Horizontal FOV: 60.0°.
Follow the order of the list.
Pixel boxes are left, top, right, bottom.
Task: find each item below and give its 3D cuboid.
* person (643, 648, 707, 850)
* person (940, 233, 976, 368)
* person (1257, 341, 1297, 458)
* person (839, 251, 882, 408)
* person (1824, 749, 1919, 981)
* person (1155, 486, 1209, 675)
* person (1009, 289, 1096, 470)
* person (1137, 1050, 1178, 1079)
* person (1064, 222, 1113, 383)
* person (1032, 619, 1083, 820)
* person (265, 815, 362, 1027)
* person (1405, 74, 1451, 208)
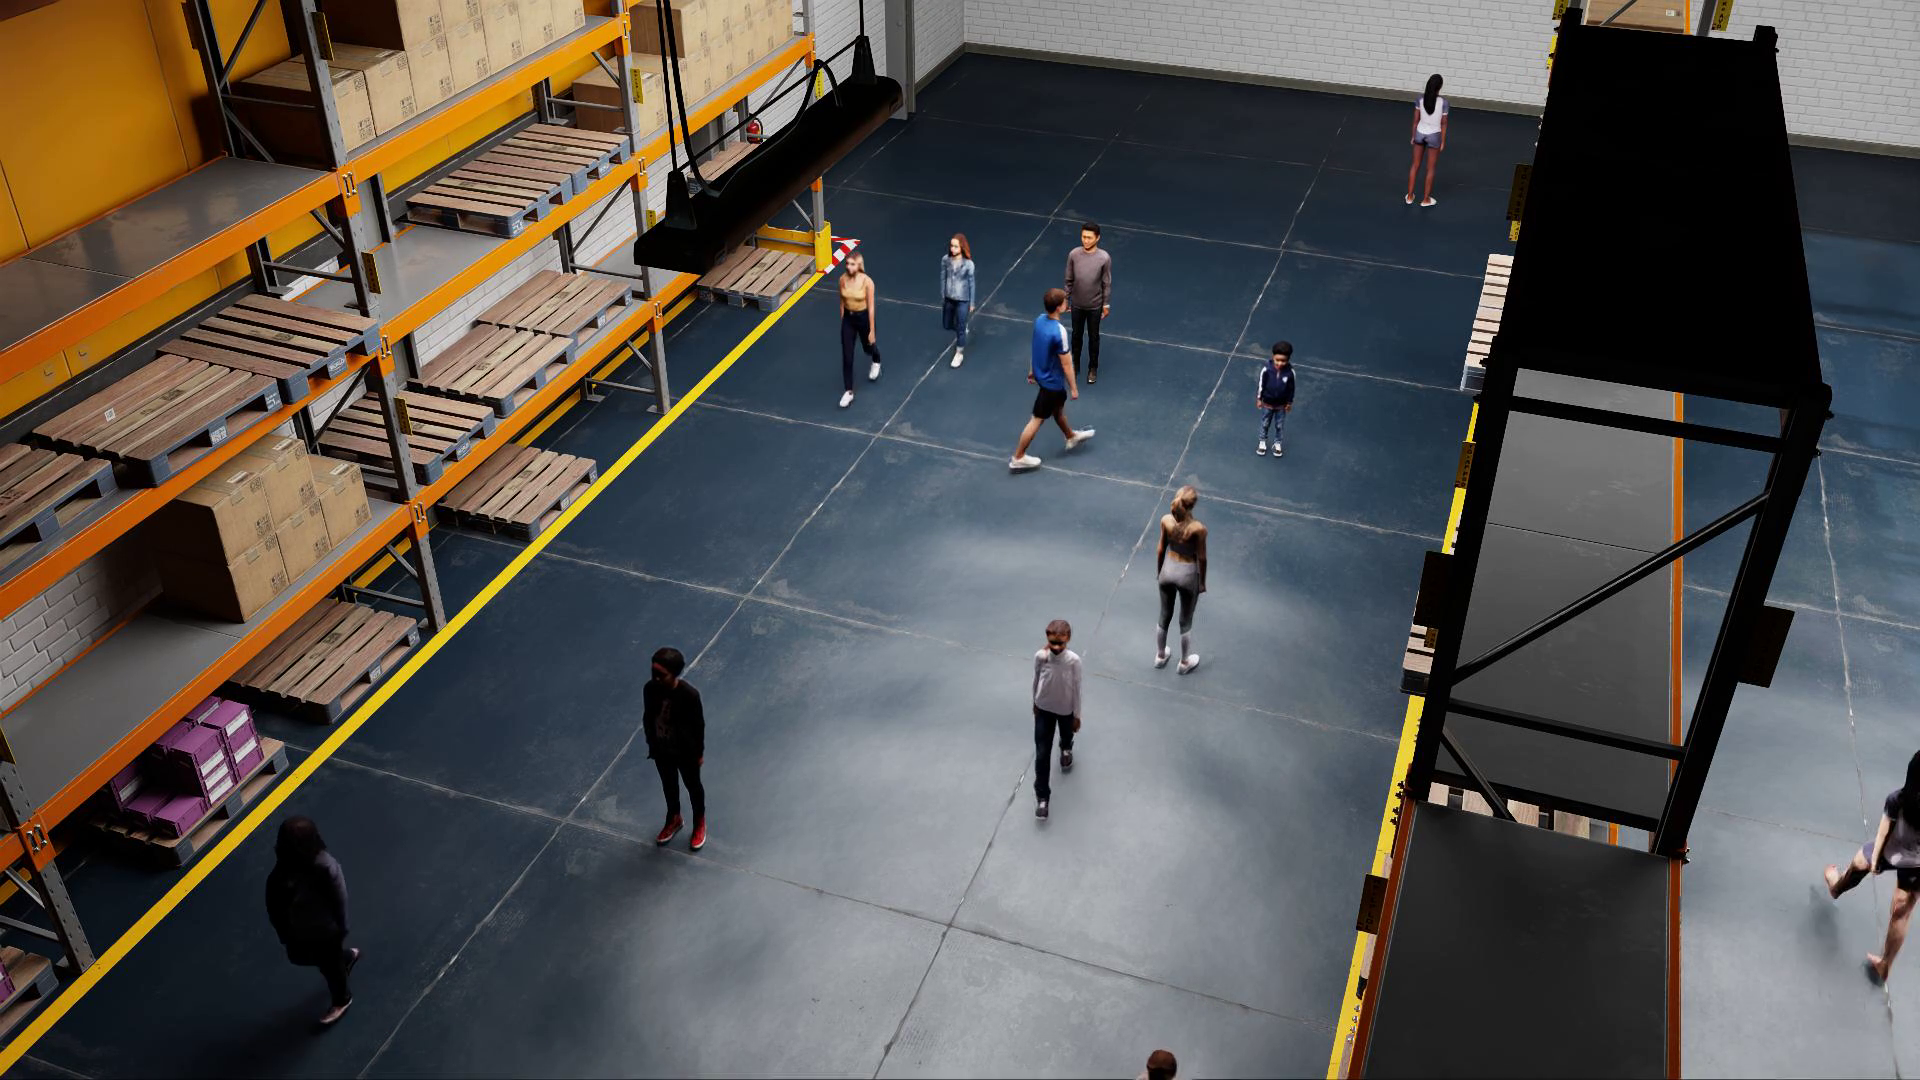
[{"bbox_3d":[-1.981,1.432,11.613,0.601,1.675,0.537,9,35,13],"label":"person"},{"bbox_3d":[0.009,-2.614,17.889,0.599,1.466,0.743,14,36,20],"label":"person"},{"bbox_3d":[3.091,-1.392,16.271,0.516,1.222,0.489,9,35,13],"label":"person"},{"bbox_3d":[-1.012,-2.250,17.227,0.582,1.592,1.093,11,35,16],"label":"person"},{"bbox_3d":[6.050,2.091,10.638,0.762,1.657,1.180,5,34,7],"label":"person"},{"bbox_3d":[1.750,0.310,13.282,0.596,1.697,0.550,17,37,24],"label":"person"},{"bbox_3d":[0.776,-1.502,15.901,1.308,1.816,1.219,-16,37,-22],"label":"person"},{"bbox_3d":[1.137,3.246,9.341,0.505,1.169,0.834,10,35,15],"label":"person"},{"bbox_3d":[1.345,-2.496,17.440,0.643,1.767,0.495,11,35,16],"label":"person"},{"bbox_3d":[0.730,1.176,12.147,0.686,1.510,1.151,5,34,7],"label":"person"},{"bbox_3d":[-3.980,2.311,10.368,0.740,1.589,0.805,18,38,25],"label":"person"},{"bbox_3d":[6.050,-5.186,21.527,0.663,1.721,0.644,21,39,28],"label":"person"}]
